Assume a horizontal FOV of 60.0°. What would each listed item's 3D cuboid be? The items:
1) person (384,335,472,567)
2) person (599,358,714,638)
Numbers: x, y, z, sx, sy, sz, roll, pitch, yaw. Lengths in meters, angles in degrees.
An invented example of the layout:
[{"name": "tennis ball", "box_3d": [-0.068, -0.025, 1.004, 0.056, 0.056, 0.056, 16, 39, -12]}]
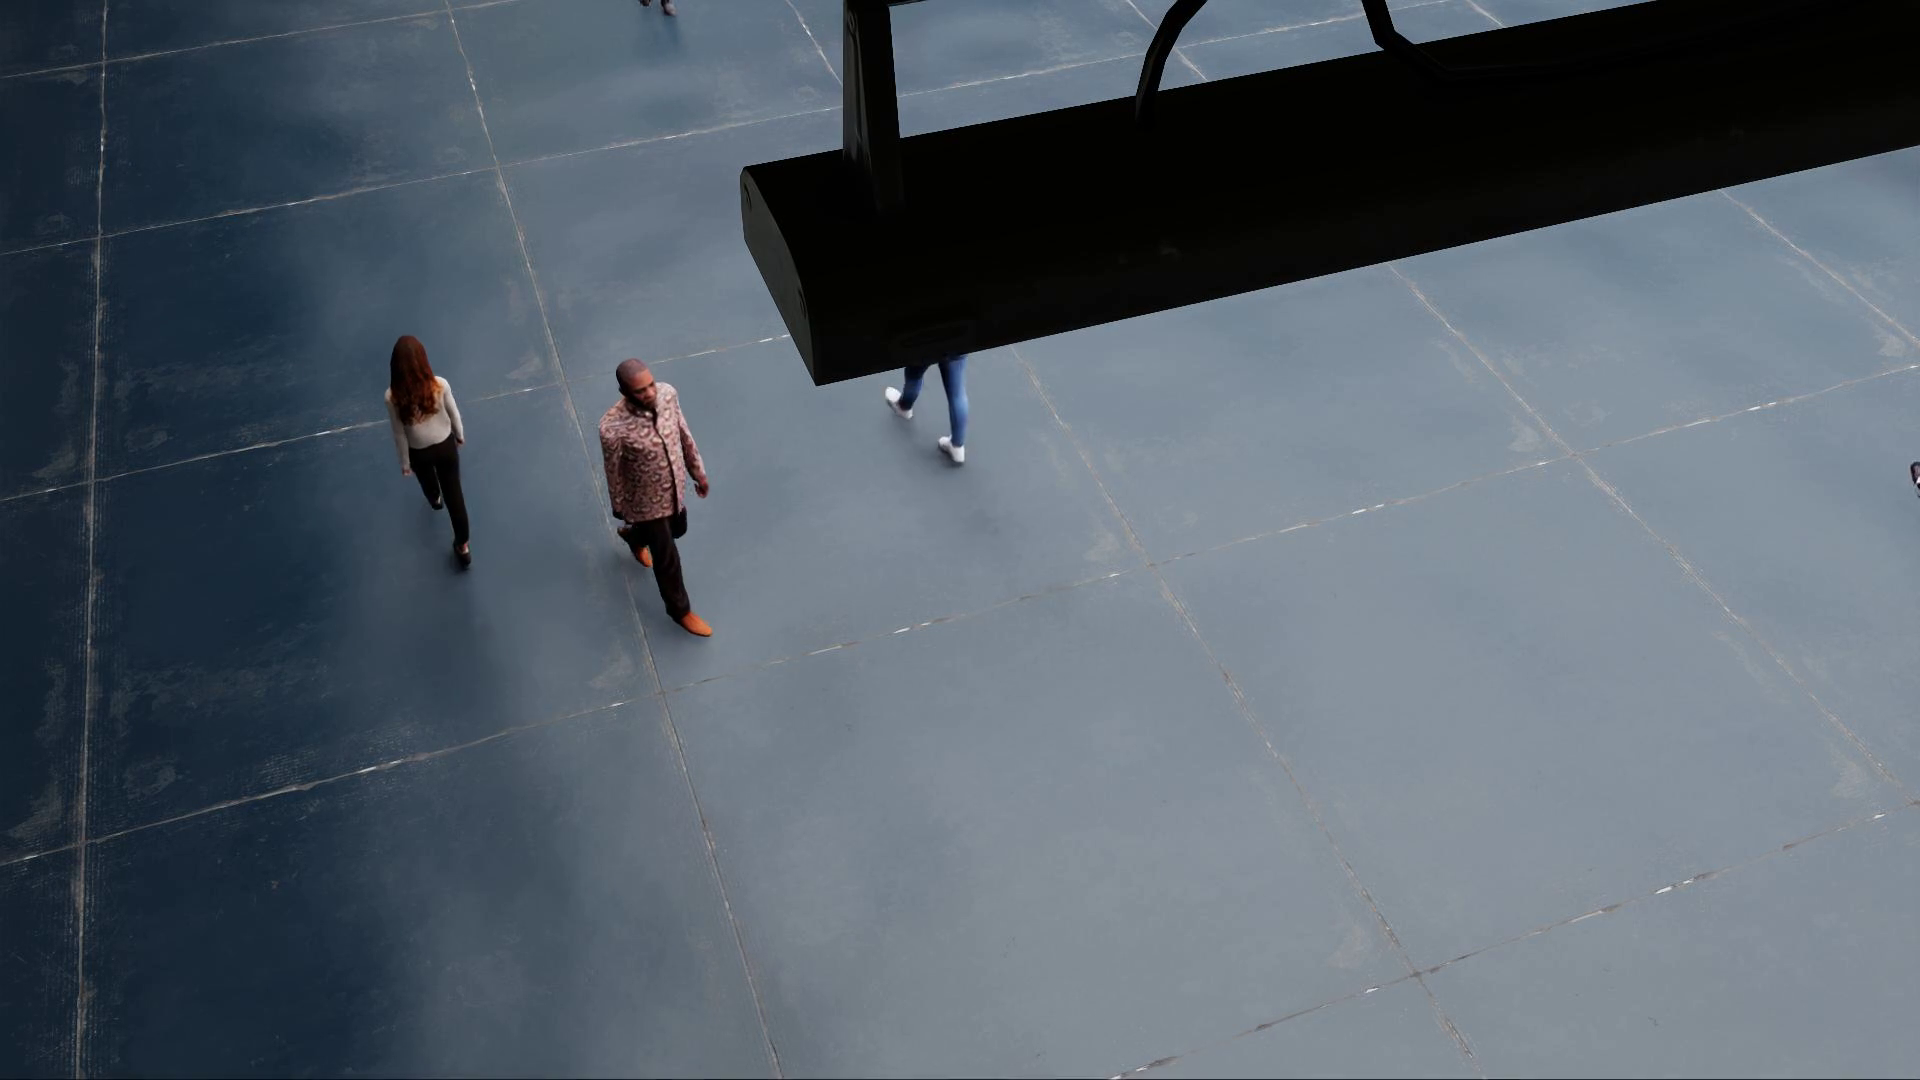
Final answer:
[{"name": "person", "box_3d": [-3.022, -0.472, 9.602, 0.588, 1.441, 0.980, -17, 46, -18]}, {"name": "person", "box_3d": [-1.729, -0.309, 9.180, 1.213, 1.778, 1.048, 28, 50, 26]}]
